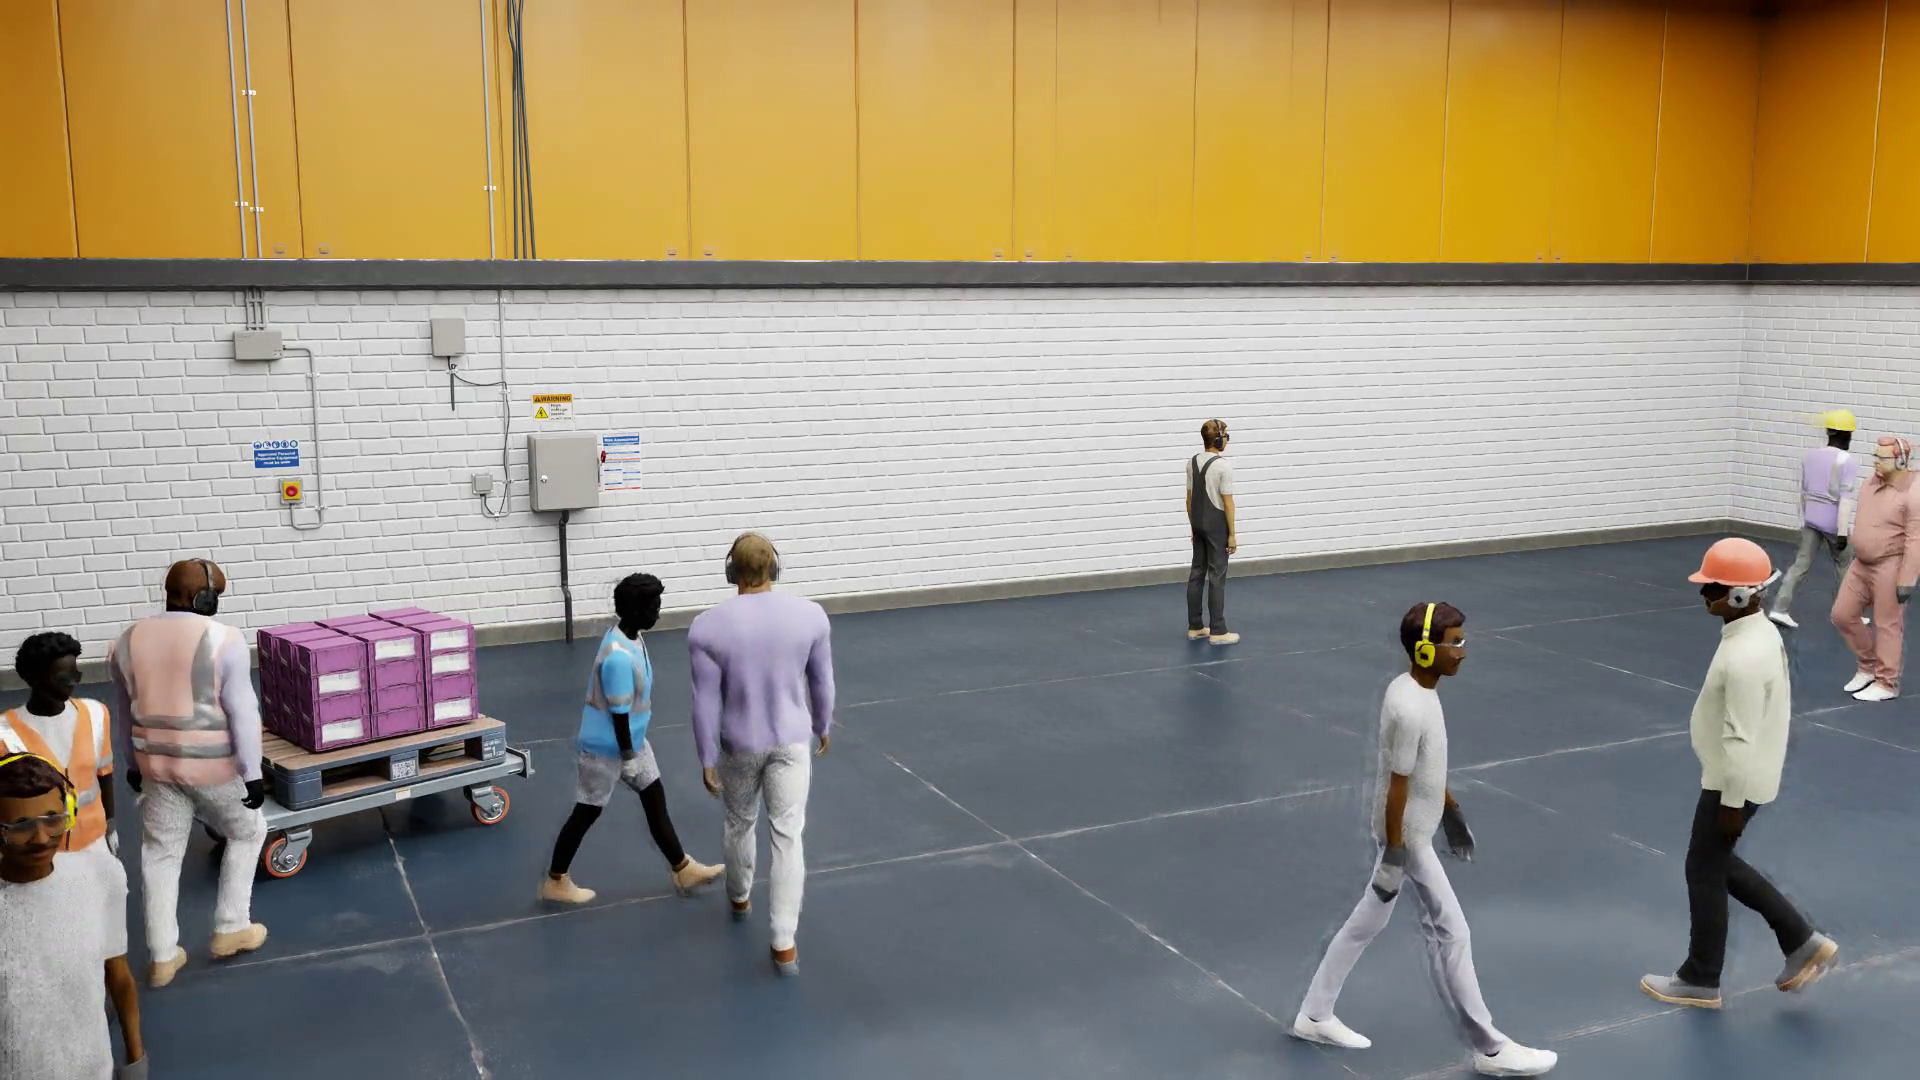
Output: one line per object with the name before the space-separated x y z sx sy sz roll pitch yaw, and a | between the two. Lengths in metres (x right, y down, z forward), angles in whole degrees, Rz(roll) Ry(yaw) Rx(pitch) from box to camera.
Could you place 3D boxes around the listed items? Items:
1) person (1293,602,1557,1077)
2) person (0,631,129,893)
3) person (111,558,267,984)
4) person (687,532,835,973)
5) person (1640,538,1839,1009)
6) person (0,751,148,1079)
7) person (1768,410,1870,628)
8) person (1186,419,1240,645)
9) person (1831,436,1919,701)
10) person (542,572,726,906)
person | 1.754 1.120 6.318 0.981 1.822 0.512 2 9 12
person | -3.478 1.172 6.381 0.367 1.685 0.552 7 11 36
person | -3.302 0.979 7.224 0.736 1.805 0.656 1 9 8
person | -0.885 0.897 7.478 0.646 1.890 0.977 -1 9 -8
person | 3.194 0.967 6.739 0.616 1.977 0.623 5 10 29
person | -2.365 1.435 4.292 0.450 1.847 0.516 7 12 37
person | 7.341 -0.171 14.137 0.971 1.885 0.602 -3 10 -17
person | 2.062 -0.068 13.599 0.345 1.846 0.508 -7 11 -36
person | 6.475 0.210 11.713 0.435 1.890 0.683 -1 9 -9
person | -1.590 0.952 7.906 0.884 1.625 0.569 0 9 -1
